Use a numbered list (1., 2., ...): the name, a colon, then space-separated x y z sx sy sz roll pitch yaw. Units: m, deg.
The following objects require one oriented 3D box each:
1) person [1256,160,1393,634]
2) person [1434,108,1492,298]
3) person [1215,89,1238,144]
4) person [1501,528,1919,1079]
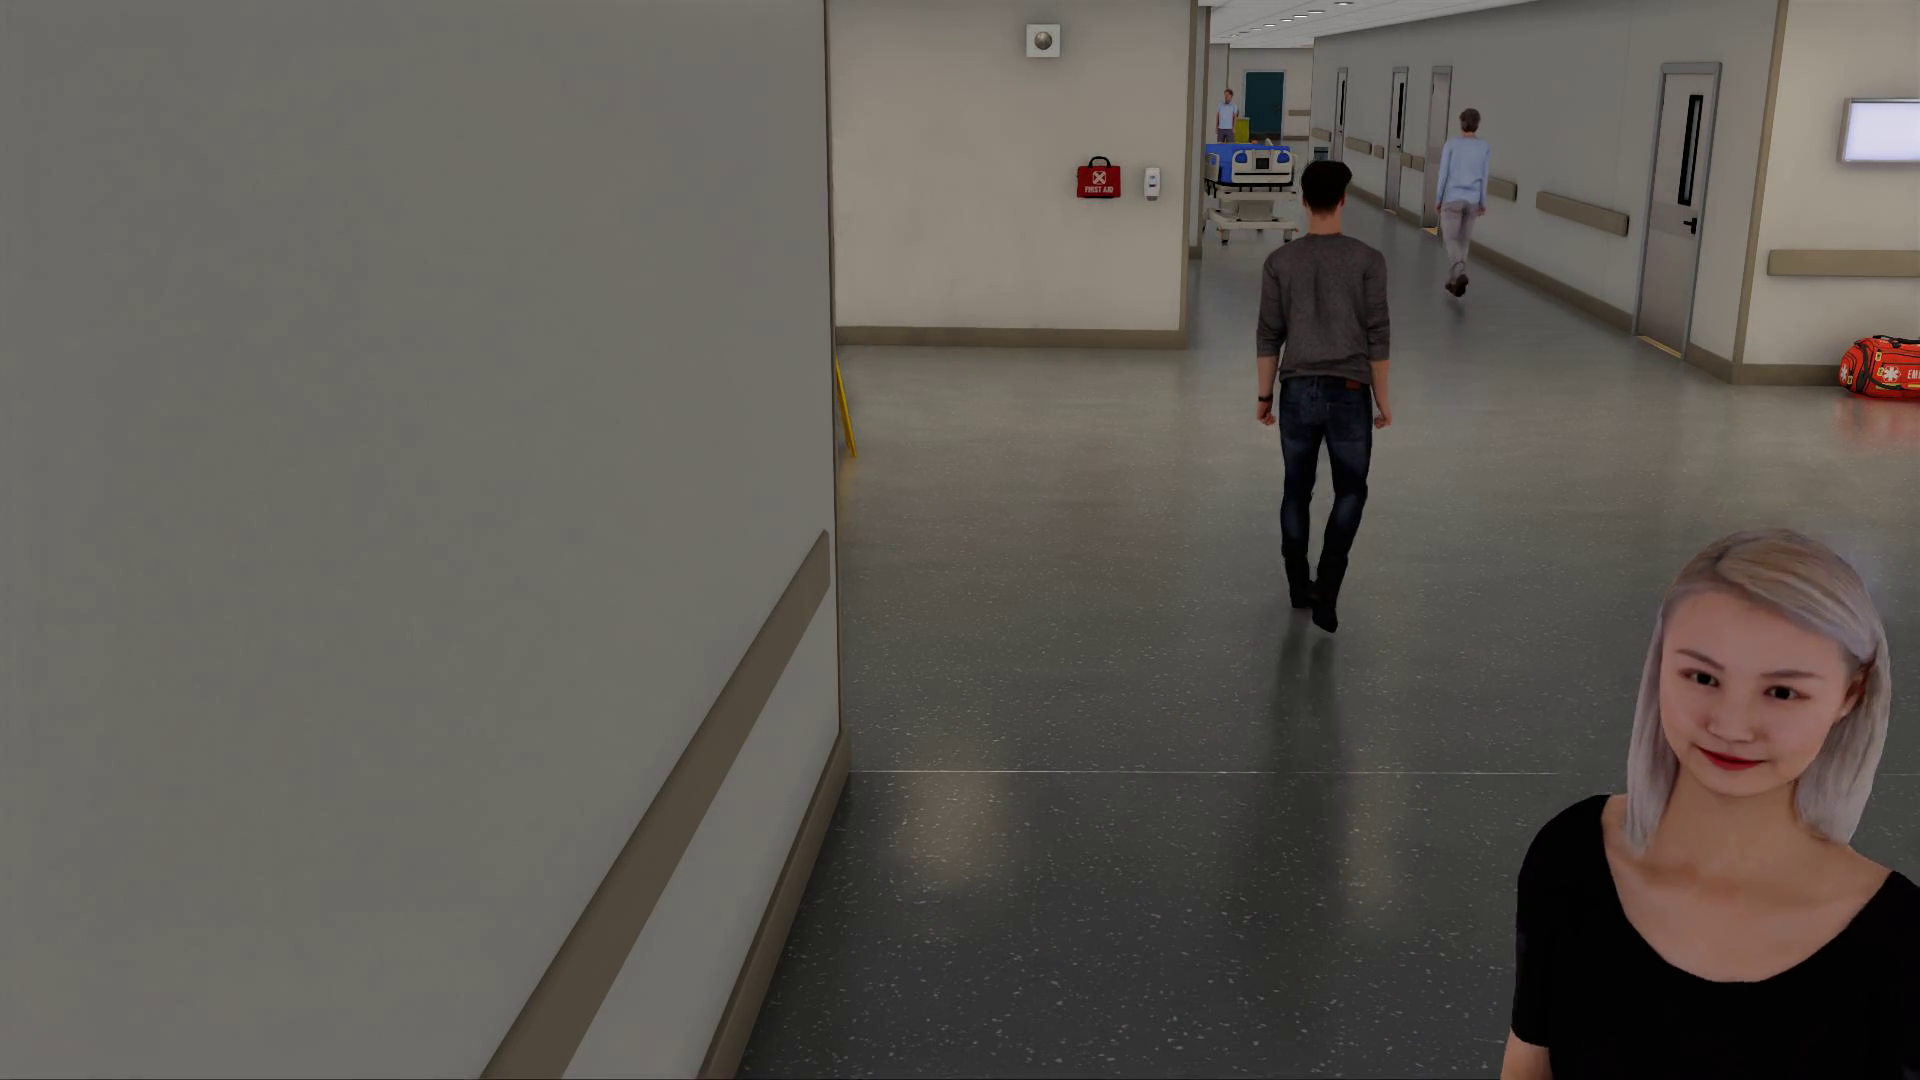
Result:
1. person: 1.482 -0.567 6.778 1.046 1.893 0.983 7 17 24
2. person: 5.059 -3.355 16.728 1.149 1.859 0.779 0 16 0
3. person: 6.350 -9.798 39.634 0.616 1.832 0.783 7 17 22
4. person: 0.811 0.860 1.870 0.871 1.810 0.842 8 18 27
